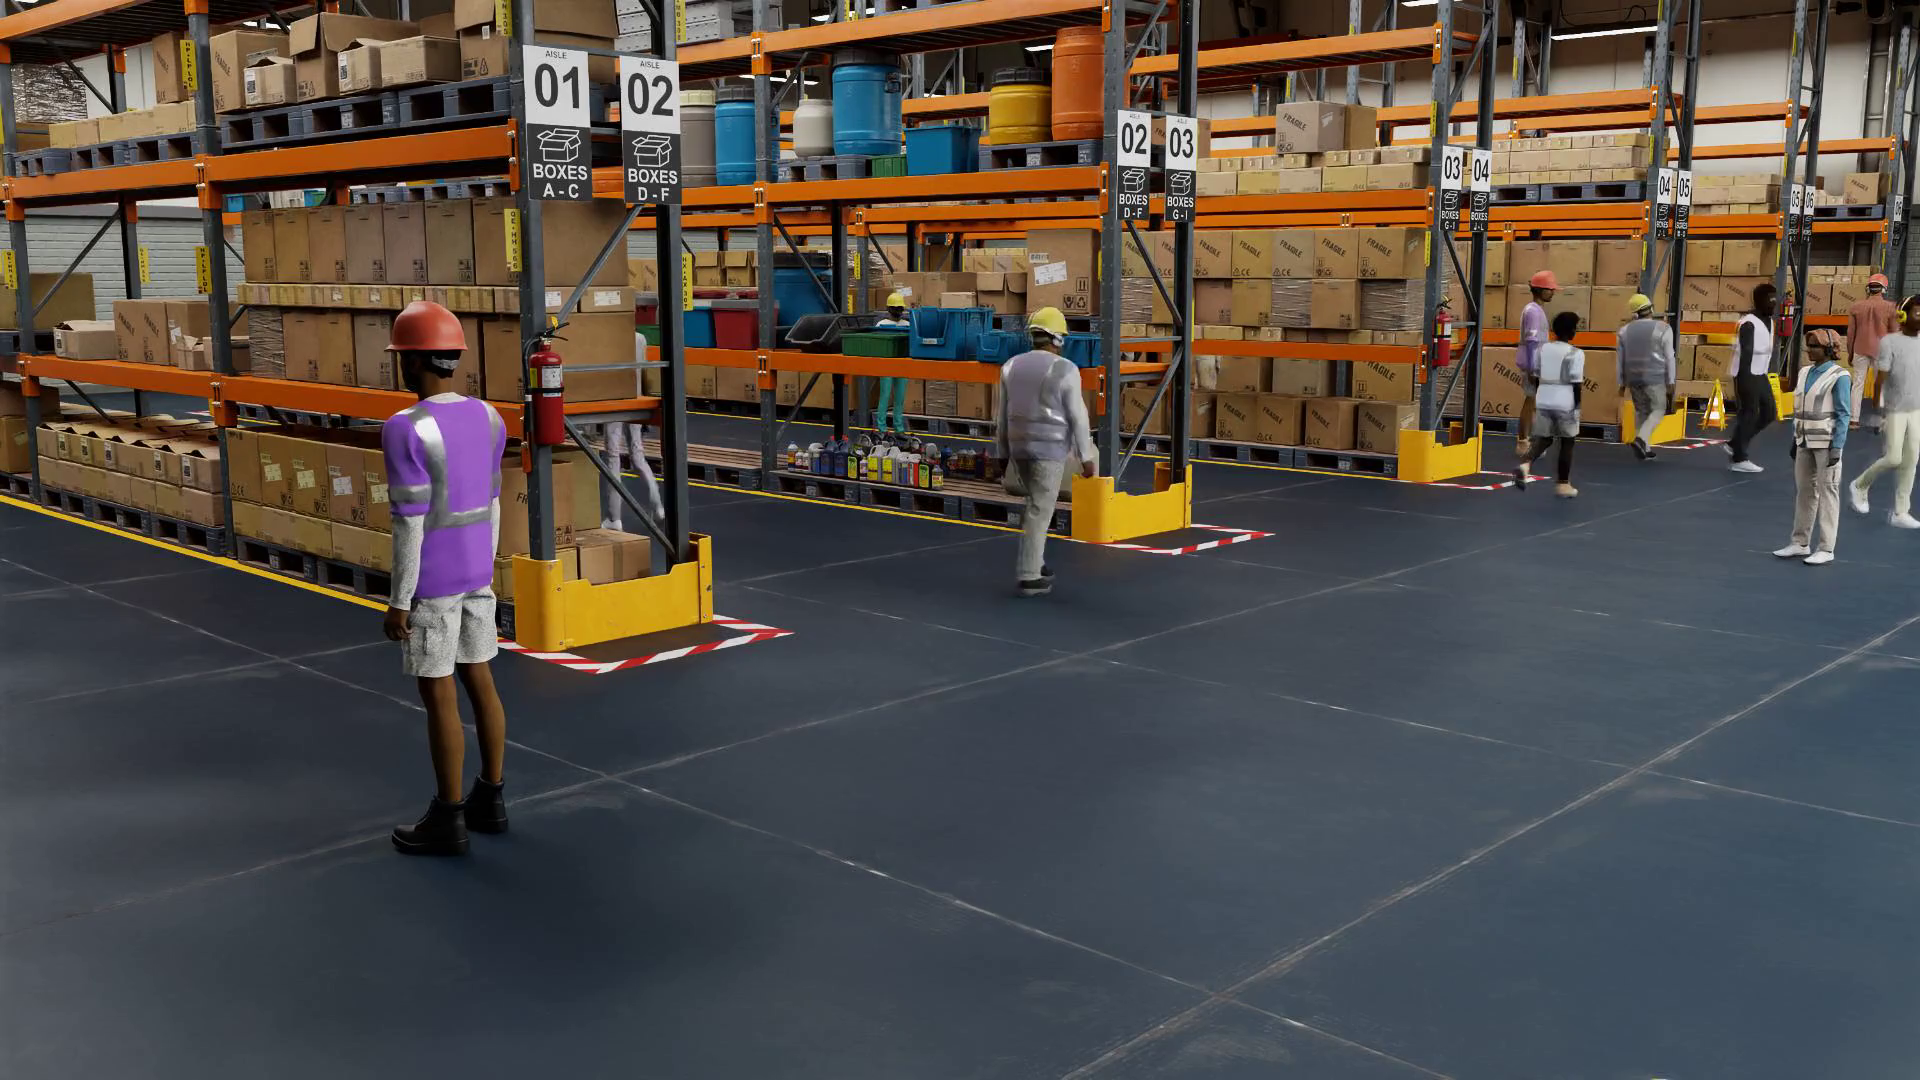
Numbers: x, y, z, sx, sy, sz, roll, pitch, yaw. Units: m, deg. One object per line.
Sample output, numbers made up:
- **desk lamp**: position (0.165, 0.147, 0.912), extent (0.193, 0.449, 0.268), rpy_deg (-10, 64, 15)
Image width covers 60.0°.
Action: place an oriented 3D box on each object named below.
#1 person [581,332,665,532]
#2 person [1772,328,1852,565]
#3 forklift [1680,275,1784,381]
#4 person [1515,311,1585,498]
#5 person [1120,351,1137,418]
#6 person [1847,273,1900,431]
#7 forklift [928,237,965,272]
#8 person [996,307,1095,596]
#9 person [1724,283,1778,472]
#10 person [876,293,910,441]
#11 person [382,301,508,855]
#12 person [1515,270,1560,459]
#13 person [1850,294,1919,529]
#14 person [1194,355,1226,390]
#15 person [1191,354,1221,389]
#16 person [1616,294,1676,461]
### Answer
- **person**: position (-2.641, -0.983, 12.951), extent (0.628, 1.868, 0.561), rpy_deg (-9, 13, -43)
- **person**: position (5.994, -0.655, 11.622), extent (0.315, 1.641, 0.514), rpy_deg (-1, 9, -9)
- **forklift**: position (12.480, -3.427, 27.053), extent (1.214, 2.155, 2.313), rpy_deg (9, 13, 43)
- **person**: position (5.312, -1.208, 14.889), extent (0.569, 1.676, 0.540), rpy_deg (-6, 11, -33)
- **person**: position (2.178, -2.676, 22.787), extent (0.610, 2.040, 0.394), rpy_deg (-4, 10, -25)
- **person**: position (11.690, -2.409, 21.307), extent (0.608, 1.990, 0.385), rpy_deg (8, 12, 41)
- **forklift**: position (-0.326, -5.817, 39.609), extent (1.129, 2.768, 1.873), rpy_deg (9, 13, 43)
- **person**: position (0.565, -0.569, 10.593), extent (0.612, 1.805, 0.675), rpy_deg (9, 13, 43)
- **person**: position (8.067, -1.644, 16.880), extent (0.448, 1.901, 0.626), rpy_deg (9, 13, 44)
- **person**: position (-0.772, -2.065, 19.886), extent (0.533, 1.767, 0.326), rpy_deg (-8, 12, -40)
- **person**: position (-1.841, 0.130, 5.897), extent (0.354, 1.939, 0.545), rpy_deg (4, 10, 21)
- **person**: position (6.278, -1.909, 18.122), extent (0.415, 2.033, 0.622), rpy_deg (4, 10, 21)
- **person**: position (7.531, -1.041, 13.339), extent (0.531, 1.854, 0.604), rpy_deg (-2, 10, -13)
- **person**: position (3.452, -2.680, 22.949), extent (0.375, 1.997, 0.612), rpy_deg (9, 13, 43)
- **person**: position (3.047, -2.239, 21.427), extent (0.532, 1.594, 0.790), rpy_deg (-9, 13, -43)
- **person**: position (7.272, -1.709, 17.634), extent (0.581, 1.786, 0.610), rpy_deg (-8, 12, -41)
